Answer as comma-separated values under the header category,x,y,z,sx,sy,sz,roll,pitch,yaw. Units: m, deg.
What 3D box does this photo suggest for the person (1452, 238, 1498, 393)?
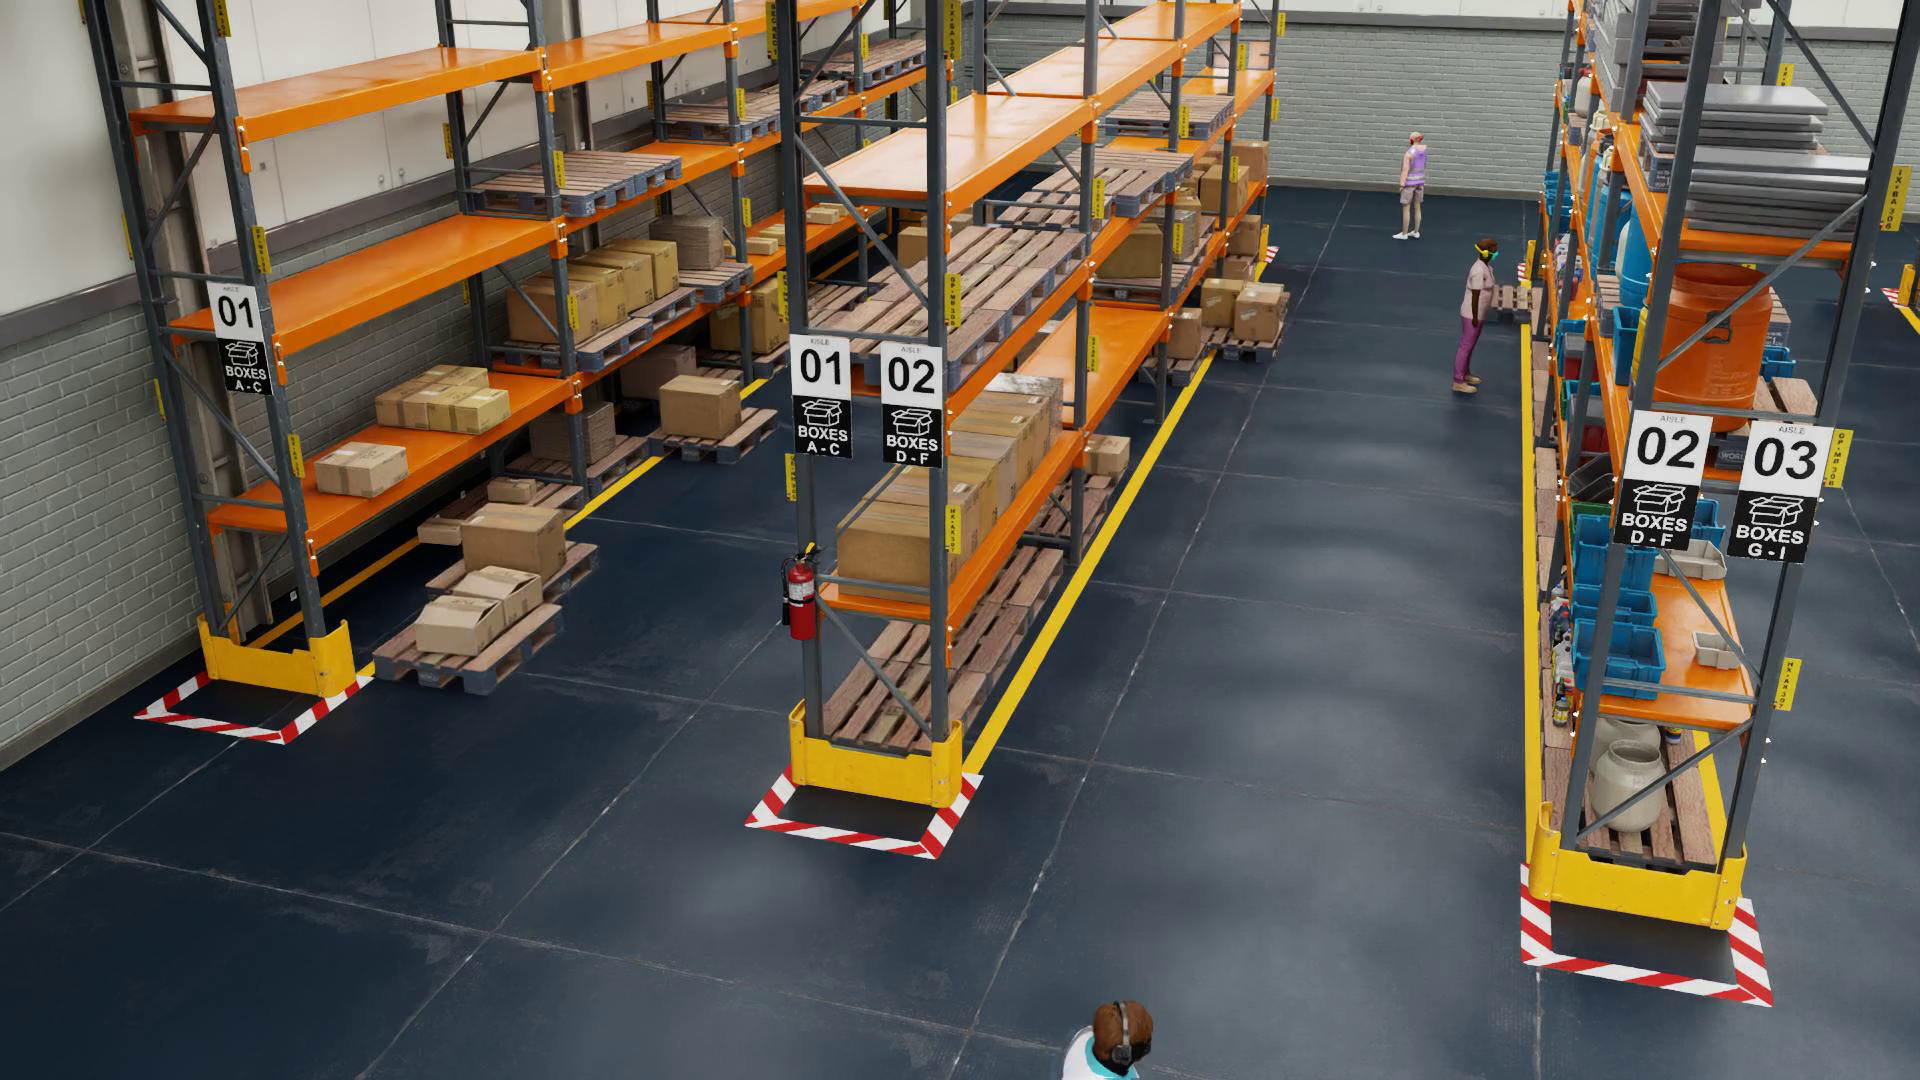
category,x,y,z,sx,sy,sz,roll,pitch,yaw
person,5.997,-2.621,19.332,0.336,1.795,0.512,10,25,22

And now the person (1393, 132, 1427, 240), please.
category,x,y,z,sx,sy,sz,roll,pitch,yaw
person,7.183,-5.622,26.421,0.488,1.688,0.350,-14,27,-29

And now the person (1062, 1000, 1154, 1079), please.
category,x,y,z,sx,sy,sz,roll,pitch,yaw
person,0.542,2.687,7.001,0.848,1.814,0.637,-2,23,-4
